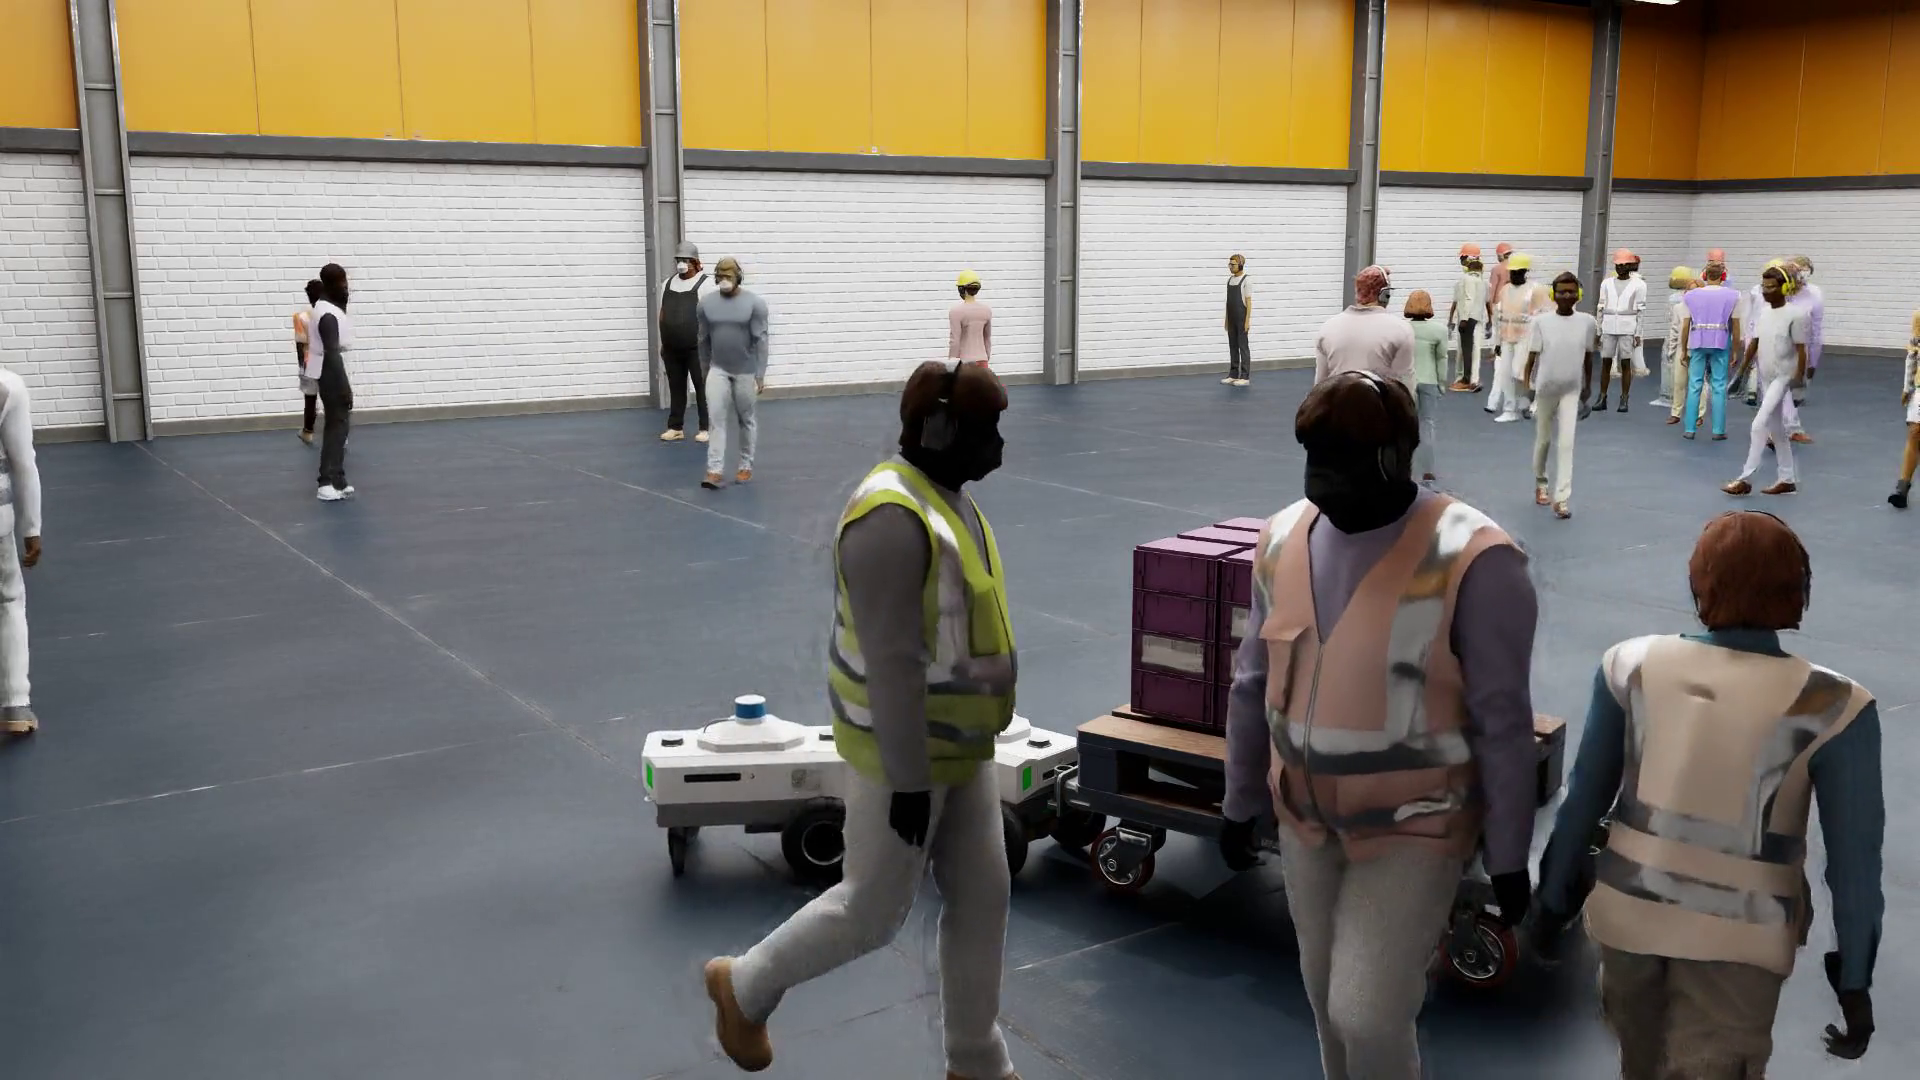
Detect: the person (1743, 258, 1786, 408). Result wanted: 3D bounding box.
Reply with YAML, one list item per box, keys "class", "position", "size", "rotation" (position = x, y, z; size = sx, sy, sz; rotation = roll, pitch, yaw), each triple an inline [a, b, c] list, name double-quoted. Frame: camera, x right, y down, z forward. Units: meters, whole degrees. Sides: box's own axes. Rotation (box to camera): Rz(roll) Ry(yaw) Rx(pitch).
- class: "person"
  position: [9.835, -2.492, 20.158]
  size: [0.607, 1.813, 0.428]
  rotation: [9, 14, 40]

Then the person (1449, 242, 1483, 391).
- class: "person"
  position: [6.870, -3.015, 22.522]
  size: [0.376, 1.997, 0.612]
  rotation: [4, 11, 22]

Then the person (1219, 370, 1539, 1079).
- class: "person"
  position: [0.790, 0.572, 3.338]
  size: [0.521, 1.821, 0.660]
  rotation: [-8, 13, -38]

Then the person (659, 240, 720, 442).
- class: "person"
  position: [-2.786, -2.016, 16.923]
  size: [0.684, 2.000, 0.538]
  rotation: [4, 11, 19]

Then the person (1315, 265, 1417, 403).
- class: "person"
  position: [2.454, -0.690, 10.022]
  size: [0.642, 1.909, 0.399]
  rotation: [9, 14, 42]

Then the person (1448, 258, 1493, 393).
- class: "person"
  position: [6.892, -2.908, 22.466]
  size: [0.601, 1.818, 0.990]
  rotation: [2, 11, 13]

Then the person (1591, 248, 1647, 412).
- class: "person"
  position: [7.841, -2.489, 19.795]
  size: [0.542, 1.939, 0.362]
  rotation: [7, 13, 36]

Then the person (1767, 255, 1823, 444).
- class: "person"
  position: [8.480, -1.943, 16.912]
  size: [0.661, 1.907, 0.672]
  rotation: [-4, 11, -19]

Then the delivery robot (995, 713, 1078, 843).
- class: "delivery robot"
  position: [0.068, 0.737, 5.650]
  size: [0.707, 0.478, 0.477]
  rotation: [9, 14, 41]

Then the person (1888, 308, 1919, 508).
- class: "person"
  position: [7.432, -1.156, 12.659]
  size: [0.590, 1.877, 0.946]
  rotation: [10, 14, 44]

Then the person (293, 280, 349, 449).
- class: "person"
  position: [-6.329, -1.742, 16.487]
  size: [0.540, 1.644, 0.847]
  rotation: [-7, 13, -35]

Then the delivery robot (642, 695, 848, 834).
- class: "delivery robot"
  position: [-0.693, 0.760, 5.522]
  size: [0.707, 0.478, 0.477]
  rotation: [-1, 10, -6]

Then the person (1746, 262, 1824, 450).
- class: "person"
  position: [8.035, -1.795, 16.275]
  size: [0.640, 1.842, 1.057]
  rotation: [8, 13, 37]

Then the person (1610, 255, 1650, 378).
- class: "person"
  position: [9.927, -3.301, 24.599]
  size: [0.860, 1.805, 0.627]
  rotation: [-7, 12, -33]

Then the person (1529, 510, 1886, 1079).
- class: "person"
  position: [1.385, 0.740, 3.077]
  size: [0.902, 1.587, 0.581]
  rotation: [-9, 14, -42]

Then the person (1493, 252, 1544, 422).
- class: "person"
  position: [6.257, -2.260, 18.616]
  size: [0.504, 1.907, 0.606]
  rotation: [-6, 12, -29]

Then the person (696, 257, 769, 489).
- class: "person"
  position: [-1.895, -1.364, 13.725]
  size: [0.650, 1.894, 0.941]
  rotation: [2, 10, 9]

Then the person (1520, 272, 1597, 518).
- class: "person"
  position: [4.515, -1.112, 12.593]
  size: [0.541, 1.827, 0.977]
  rotation: [2, 11, 13]

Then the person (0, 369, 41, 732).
- class: "person"
  position: [-4.037, -0.064, 6.714]
  size: [0.580, 1.868, 0.573]
  rotation: [-6, 12, -31]

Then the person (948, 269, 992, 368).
- class: "person"
  position: [0.081, -1.693, 15.909]
  size: [0.533, 1.768, 0.311]
  rotation: [-9, 14, -42]

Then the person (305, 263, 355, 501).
- class: "person"
  position: [-5.009, -1.254, 13.233]
  size: [0.372, 1.875, 0.683]
  rotation: [-4, 11, -21]

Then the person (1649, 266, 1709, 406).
- class: "person"
  position: [8.799, -2.471, 20.267]
  size: [0.494, 1.725, 0.640]
  rotation: [-6, 12, -29]

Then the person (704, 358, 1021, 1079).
- class: "person"
  position: [-0.176, 0.474, 3.925]
  size: [0.823, 1.814, 0.630]
  rotation: [4, 11, 19]

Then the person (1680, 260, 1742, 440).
- class: "person"
  position: [7.669, -1.934, 17.030]
  size: [0.564, 1.839, 0.390]
  rotation: [5, 12, 28]

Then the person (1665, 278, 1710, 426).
- class: "person"
  position: [8.064, -2.062, 18.329]
  size: [0.284, 1.628, 0.507]
  rotation: [-9, 14, -40]

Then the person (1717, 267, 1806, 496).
- class: "person"
  position: [6.410, -1.252, 13.316]
  size: [0.872, 1.826, 0.497]
  rotation: [-1, 10, -6]

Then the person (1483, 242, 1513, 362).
- class: "person"
  position: [8.921, -3.906, 27.429]
  size: [0.641, 1.988, 0.464]
  rotation: [-4, 11, -23]

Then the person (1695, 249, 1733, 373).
- class: "person"
  position: [11.308, -3.420, 25.049]
  size: [0.544, 1.895, 0.993]
  rotation: [4, 11, 22]

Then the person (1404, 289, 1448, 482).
- class: "person"
  position: [3.879, -1.306, 14.141]
  size: [0.500, 1.636, 0.284]
  rotation: [2, 11, 12]

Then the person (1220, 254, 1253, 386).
- class: "person"
  position: [3.896, -3.084, 23.345]
  size: [0.337, 1.841, 0.509]
  rotation: [-6, 12, -31]

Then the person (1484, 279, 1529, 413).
- class: "person"
  position: [6.559, -2.301, 19.725]
  size: [0.516, 1.589, 0.898]
  rotation: [9, 14, 41]
